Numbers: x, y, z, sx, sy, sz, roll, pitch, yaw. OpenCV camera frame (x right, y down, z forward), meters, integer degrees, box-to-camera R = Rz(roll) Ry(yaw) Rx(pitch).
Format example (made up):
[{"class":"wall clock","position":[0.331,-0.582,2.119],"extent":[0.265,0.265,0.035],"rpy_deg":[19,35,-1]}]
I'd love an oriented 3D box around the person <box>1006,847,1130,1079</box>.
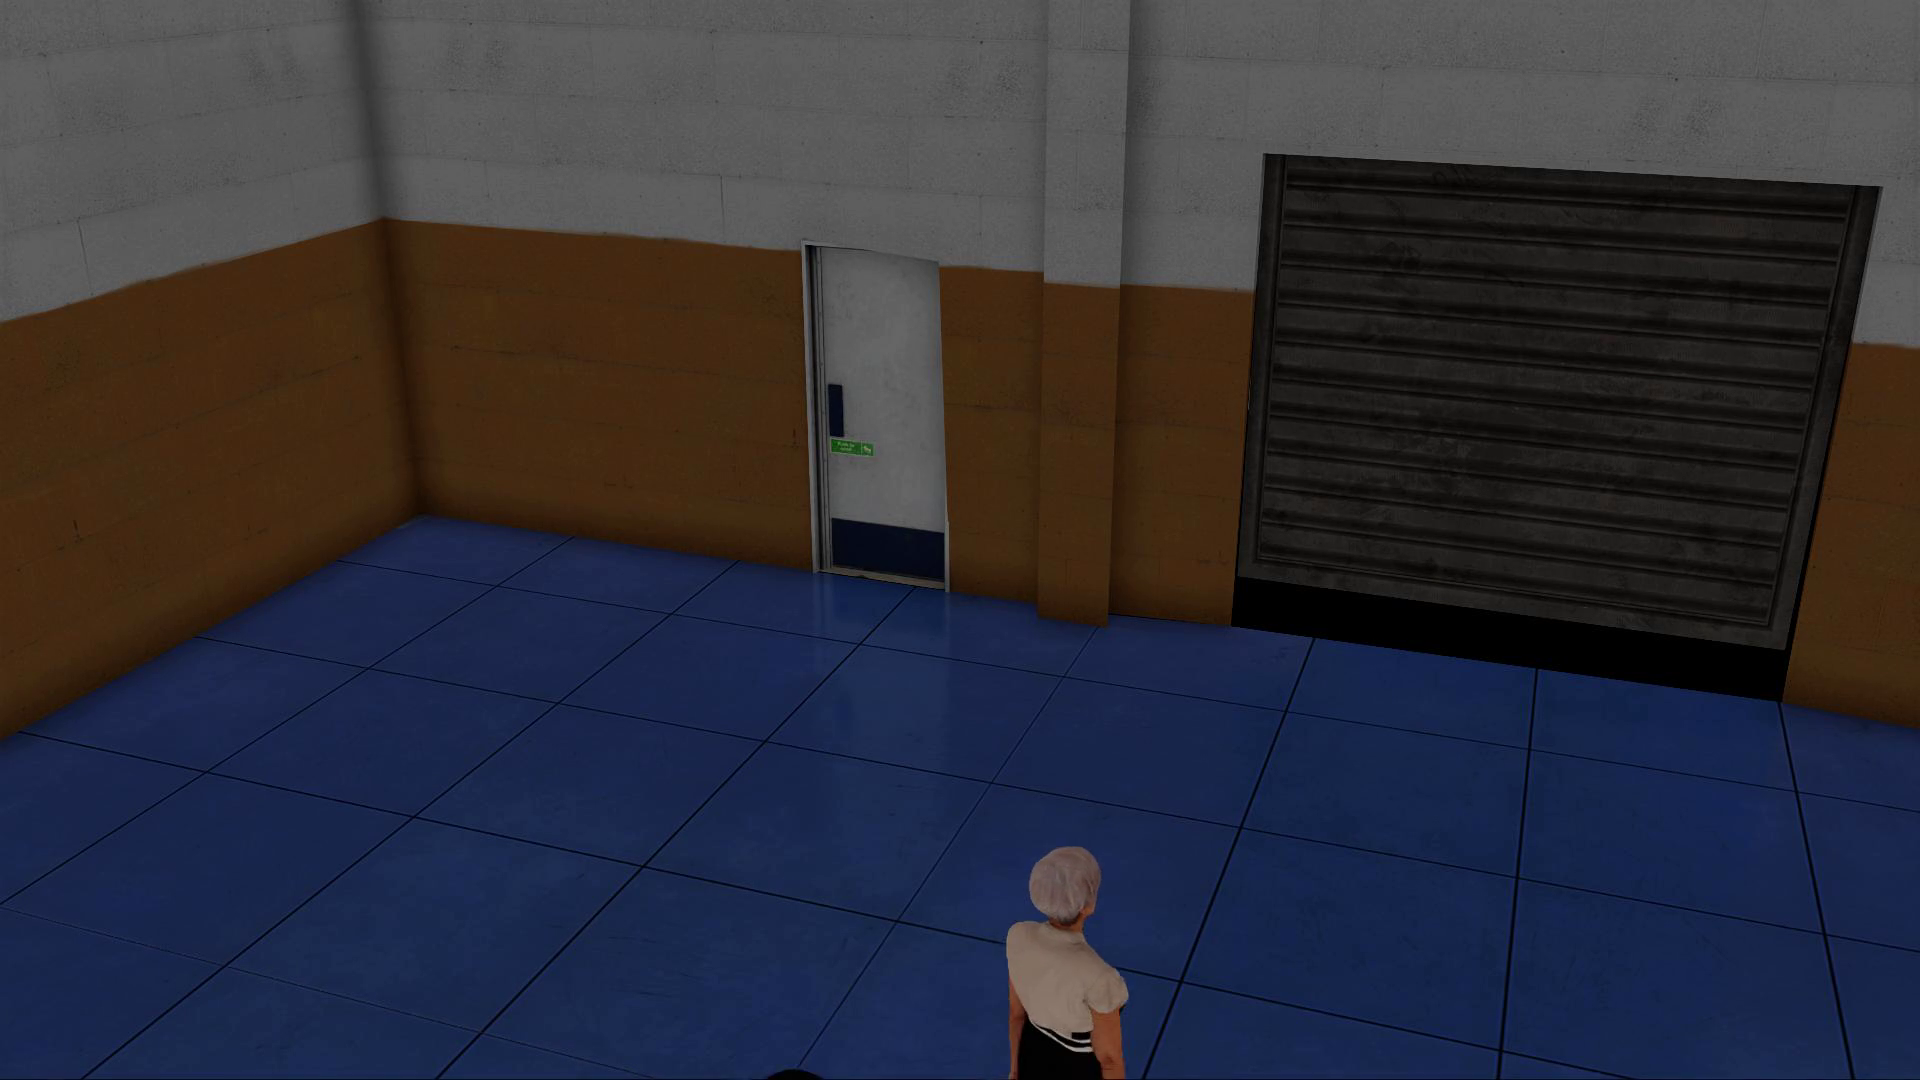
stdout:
[{"class":"person","position":[0.279,1.789,5.240],"extent":[1.006,1.737,1.022],"rpy_deg":[-16,27,-34]}]
